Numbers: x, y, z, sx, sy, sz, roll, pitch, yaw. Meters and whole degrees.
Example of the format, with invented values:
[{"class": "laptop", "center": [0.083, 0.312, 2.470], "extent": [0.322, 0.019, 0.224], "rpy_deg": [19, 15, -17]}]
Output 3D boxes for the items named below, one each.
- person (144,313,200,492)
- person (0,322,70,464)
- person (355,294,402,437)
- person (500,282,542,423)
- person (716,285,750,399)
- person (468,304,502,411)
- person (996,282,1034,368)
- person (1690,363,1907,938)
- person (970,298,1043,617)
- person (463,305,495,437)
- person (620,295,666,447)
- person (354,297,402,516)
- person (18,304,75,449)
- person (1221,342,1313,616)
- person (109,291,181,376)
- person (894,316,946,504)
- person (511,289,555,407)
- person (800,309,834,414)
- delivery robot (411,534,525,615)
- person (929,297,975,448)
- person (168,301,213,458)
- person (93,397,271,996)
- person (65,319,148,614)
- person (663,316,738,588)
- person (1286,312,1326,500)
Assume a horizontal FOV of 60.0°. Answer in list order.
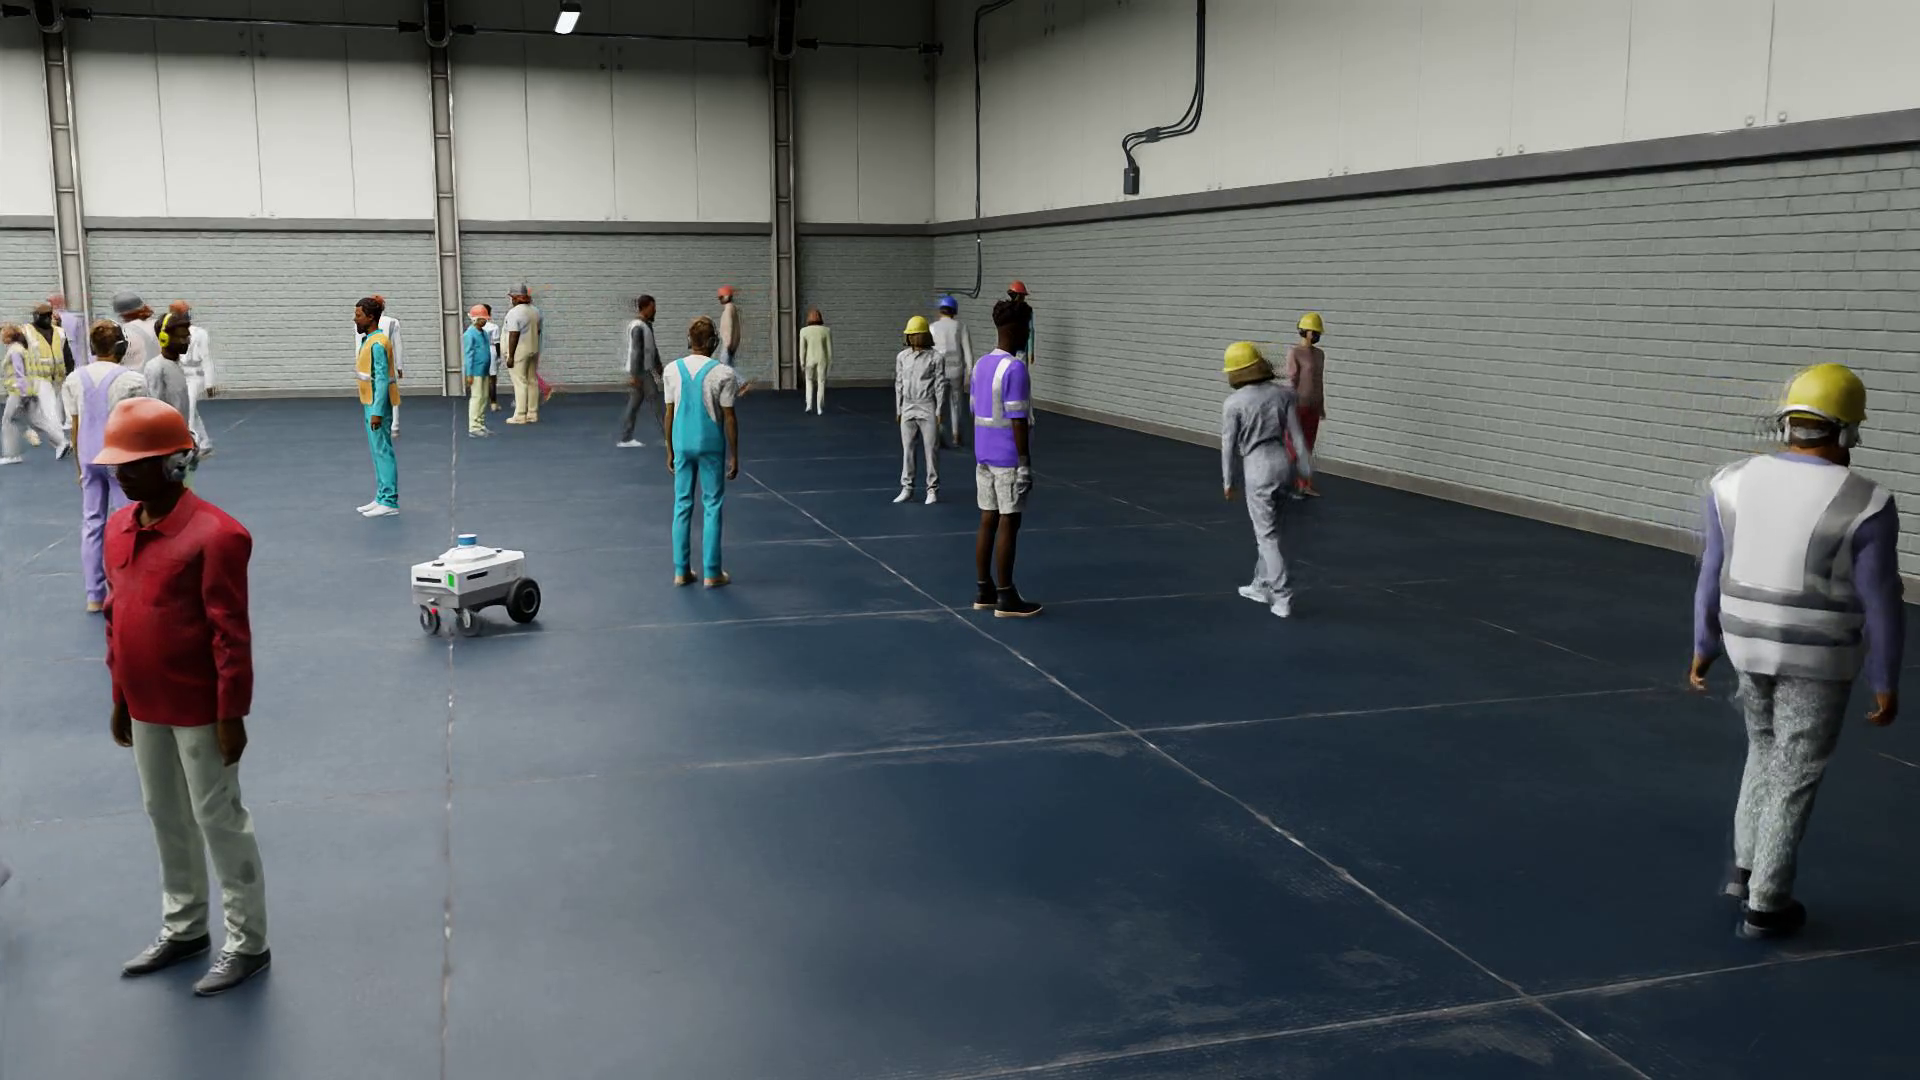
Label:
[{"class": "person", "center": [-5.411, -0.630, 11.440], "extent": [0.349, 1.854, 0.549], "rpy_deg": [-1, 9, -6]}, {"class": "person", "center": [-10.524, -1.654, 18.751], "extent": [0.735, 1.602, 0.533], "rpy_deg": [-4, 10, -24]}, {"class": "person", "center": [-7.637, -2.285, 21.880], "extent": [0.585, 1.882, 0.337], "rpy_deg": [-5, 10, -29]}, {"class": "person", "center": [-6.382, -2.705, 24.068], "extent": [0.538, 2.000, 0.681], "rpy_deg": [3, 9, 19]}, {"class": "person", "center": [-3.966, -3.414, 28.814], "extent": [0.503, 1.981, 0.623], "rpy_deg": [0, 9, 2]}, {"class": "person", "center": [-7.497, -2.870, 26.243], "extent": [0.541, 1.690, 0.321], "rpy_deg": [1, 9, 9]}, {"class": "person", "center": [0.858, -2.880, 25.182], "extent": [0.615, 2.038, 0.383], "rpy_deg": [5, 10, 29]}, {"class": "person", "center": [2.682, 0.353, 5.260], "extent": [0.520, 1.814, 0.630], "rpy_deg": [-5, 10, -31]}, {"class": "person", "center": [0.283, -0.511, 10.307], "extent": [0.366, 1.962, 0.614], "rpy_deg": [-4, 10, -25]}, {"class": "person", "center": [-6.368, -2.246, 22.077], "extent": [0.347, 1.747, 0.574], "rpy_deg": [1, 9, 7]}, {"class": "person", "center": [-3.777, -2.070, 20.534], "extent": [0.972, 1.870, 0.603], "rpy_deg": [0, 9, -2]}, {"class": "person", "center": [-5.139, -1.171, 14.669], "extent": [0.391, 1.920, 0.593], "rpy_deg": [-4, 10, -26]}, {"class": "person", "center": [-11.302, -2.019, 20.519], "extent": [0.997, 1.794, 0.628], "rpy_deg": [5, 10, 30]}, {"class": "person", "center": [1.871, -0.392, 10.404], "extent": [0.556, 1.684, 0.744], "rpy_deg": [-4, 10, -22]}, {"class": "person", "center": [-7.979, -1.473, 16.207], "extent": [0.676, 2.000, 0.745], "rpy_deg": [6, 11, 32]}, {"class": "person", "center": [-0.374, -1.195, 15.386], "extent": [0.487, 1.741, 0.313], "rpy_deg": [3, 10, 21]}, {"class": "person", "center": [-6.997, -3.145, 27.059], "extent": [0.604, 1.980, 0.629], "rpy_deg": [-2, 9, -11]}, {"class": "person", "center": [-2.218, -2.758, 25.773], "extent": [0.520, 1.614, 0.602], "rpy_deg": [-1, 9, -3]}, {"class": "delivery robot", "center": [-2.922, 0.210, 9.894], "extent": [0.477, 0.478, 0.707], "rpy_deg": [4, 10, 23]}, {"class": "person", "center": [-0.138, -2.083, 20.668], "extent": [0.678, 1.872, 1.011], "rpy_deg": [1, 9, 6]}, {"class": "person", "center": [-8.899, -1.810, 19.035], "extent": [0.597, 1.822, 0.962], "rpy_deg": [3, 10, 21]}, {"class": "person", "center": [-2.299, 0.454, 4.855], "extent": [0.571, 1.743, 0.349], "rpy_deg": [5, 10, 28]}, {"class": "person", "center": [-5.261, -0.448, 10.339], "extent": [0.501, 1.838, 0.355], "rpy_deg": [0, 9, 0]}, {"class": "person", "center": [-1.739, -0.584, 11.211], "extent": [0.519, 1.834, 0.363], "rpy_deg": [2, 9, 11]}, {"class": "person", "center": [3.285, -1.265, 15.760], "extent": [0.524, 1.768, 0.312], "rpy_deg": [-8, 12, -42]}]
